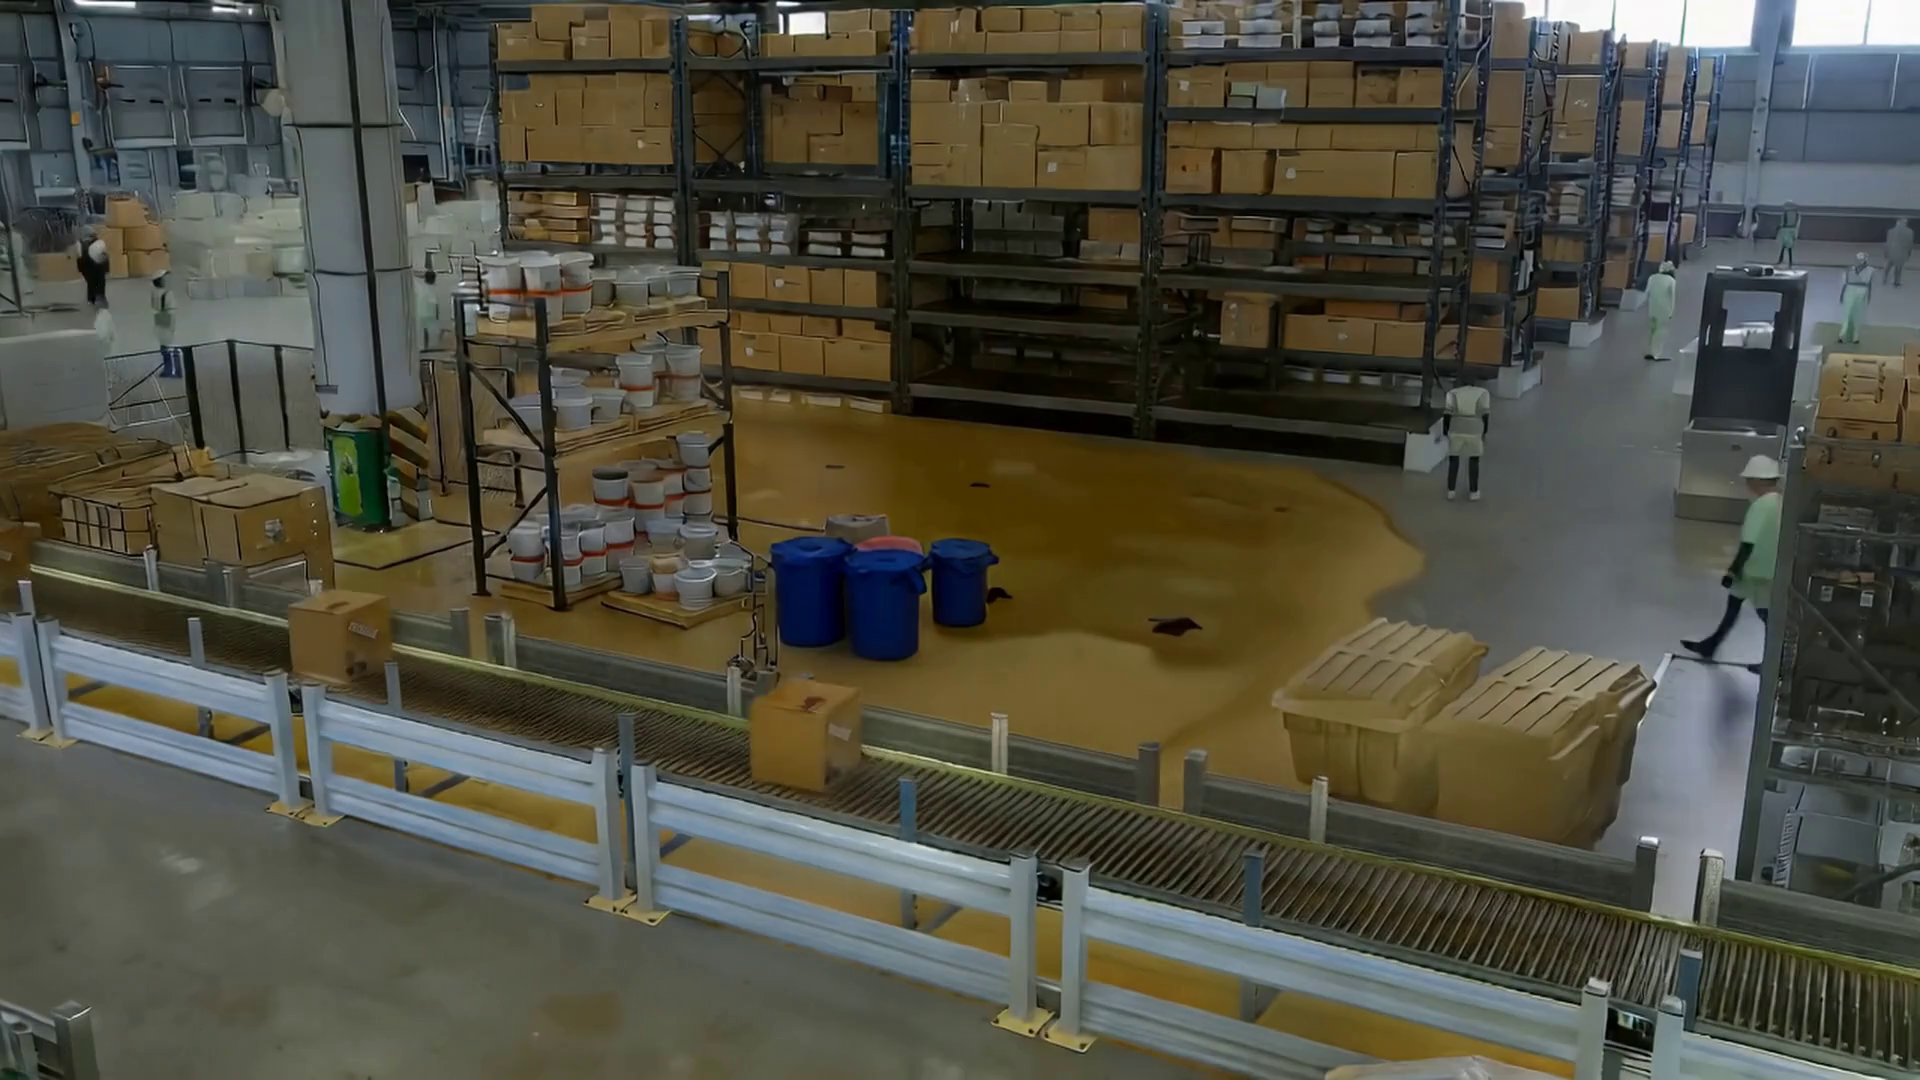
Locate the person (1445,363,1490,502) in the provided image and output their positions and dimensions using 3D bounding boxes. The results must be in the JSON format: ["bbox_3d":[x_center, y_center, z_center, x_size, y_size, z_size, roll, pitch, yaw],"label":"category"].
[{"bbox_3d":[6.172,-1.308,20.283,0.533,1.697,0.322,8,17,27],"label":"person"}]

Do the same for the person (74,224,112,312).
[{"bbox_3d":[-19.747,-6.186,37.962,0.704,2.000,0.535,2,15,6],"label":"person"}]

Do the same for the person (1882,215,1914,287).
[{"bbox_3d":[24.468,-7.538,43.420,0.690,1.857,0.971,14,20,42],"label":"person"}]

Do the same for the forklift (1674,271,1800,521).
[{"bbox_3d":[9.269,-1.763,19.726,1.129,2.768,1.873,8,17,27],"label":"forklift"}]

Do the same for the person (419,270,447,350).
[{"bbox_3d":[-9.923,-4.252,31.372,0.538,1.676,0.569,8,17,28],"label":"person"}]

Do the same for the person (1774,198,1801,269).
[{"bbox_3d":[23.619,-8.726,47.499,0.615,2.045,0.365,1,15,4],"label":"person"}]

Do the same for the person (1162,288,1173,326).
[{"bbox_3d":[3.973,-4.832,33.350,0.944,1.804,0.627,9,17,31],"label":"person"}]

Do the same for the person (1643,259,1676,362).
[{"bbox_3d":[13.127,-4.294,31.130,0.398,1.900,0.647,-6,16,-22],"label":"person"}]

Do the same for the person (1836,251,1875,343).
[{"bbox_3d":[18.050,-4.900,33.508,0.567,1.841,0.377,11,19,36],"label":"person"}]

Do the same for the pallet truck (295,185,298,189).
[{"bbox_3d":[-26.804,-14.617,69.738,1.885,1.965,0.823,-14,20,-42],"label":"pallet truck"}]

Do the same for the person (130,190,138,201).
[{"bbox_3d":[-28.949,-11.435,58.356,0.449,1.686,0.548,-2,15,-8],"label":"person"}]

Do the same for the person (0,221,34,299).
[{"bbox_3d":[-23.334,-6.882,40.862,0.631,1.888,0.883,12,19,39],"label":"person"}]

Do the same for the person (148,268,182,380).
[{"bbox_3d":[-13.947,-3.781,29.119,0.544,1.939,0.355,8,17,26],"label":"person"}]

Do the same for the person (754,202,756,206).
[{"bbox_3d":[-6.535,-9.926,52.813,0.539,1.615,0.606,4,15,16],"label":"person"}]

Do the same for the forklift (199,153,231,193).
[{"bbox_3d":[-27.440,-12.865,61.464,1.873,2.768,1.129,8,17,28],"label":"forklift"}]

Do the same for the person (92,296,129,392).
[{"bbox_3d":[-14.271,-3.280,27.838,0.395,1.626,0.517,-11,19,-36],"label":"person"}]

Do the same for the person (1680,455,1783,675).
[{"bbox_3d":[6.683,0.210,14.191,0.950,1.890,0.545,9,18,32],"label":"person"}]
